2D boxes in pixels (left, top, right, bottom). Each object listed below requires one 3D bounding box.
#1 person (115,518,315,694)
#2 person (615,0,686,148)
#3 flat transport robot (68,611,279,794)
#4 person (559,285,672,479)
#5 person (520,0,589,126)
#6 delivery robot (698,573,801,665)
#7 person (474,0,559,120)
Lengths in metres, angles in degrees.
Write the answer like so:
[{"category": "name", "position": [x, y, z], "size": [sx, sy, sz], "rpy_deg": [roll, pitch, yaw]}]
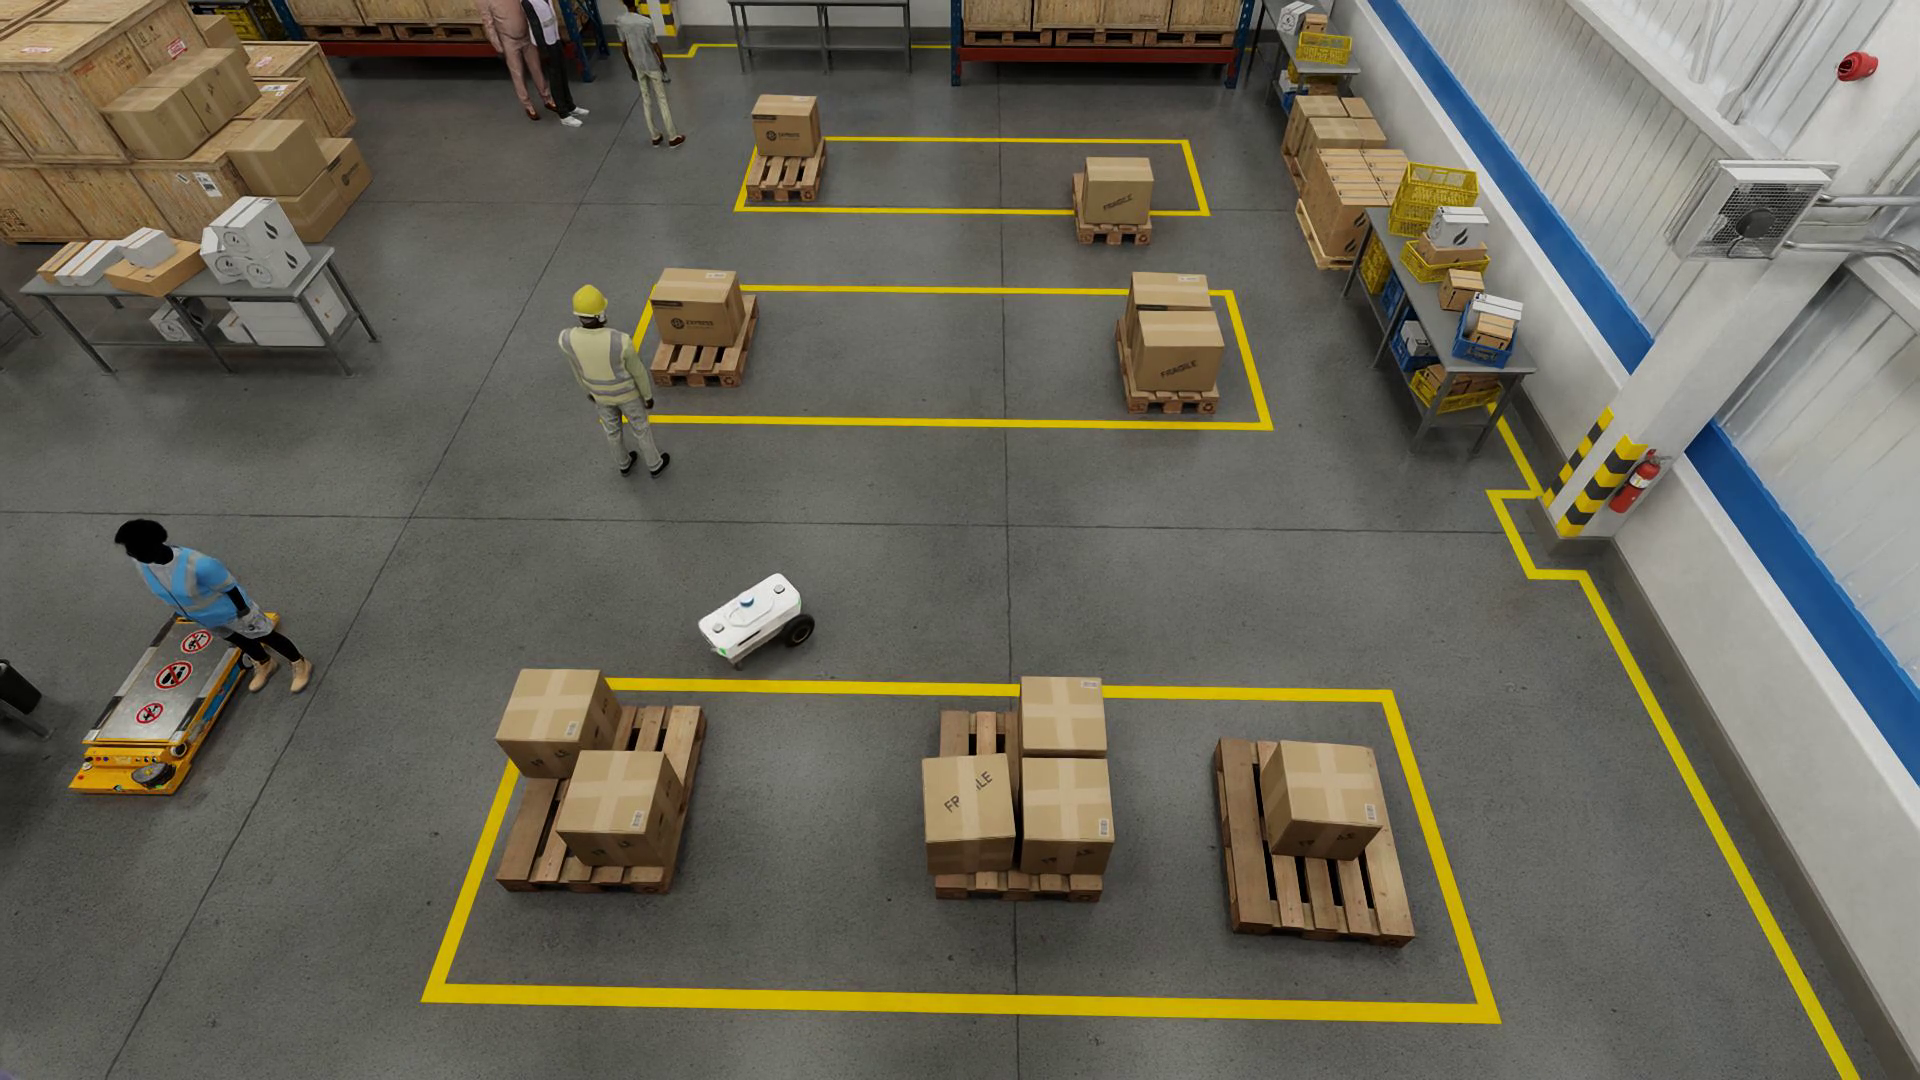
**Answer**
[{"category": "person", "position": [-4.894, 0.458, 6.032], "size": [0.535, 1.698, 0.317], "rpy_deg": [3, 50, 2]}, {"category": "person", "position": [-3.801, -5.745, 11.170], "size": [0.514, 1.872, 0.328], "rpy_deg": [7, 50, 6]}, {"category": "flat transport robot", "position": [-5.504, 1.072, 6.442], "size": [0.652, 0.197, 1.431], "rpy_deg": [1, 50, 1]}, {"category": "person", "position": [-2.757, -1.226, 7.378], "size": [0.590, 1.823, 0.403], "rpy_deg": [4, 50, 3]}, {"category": "person", "position": [-5.194, -6.288, 11.602], "size": [0.393, 1.913, 0.590], "rpy_deg": [3, 50, 2]}, {"category": "delivery robot", "position": [-1.511, 0.557, 6.634], "size": [0.707, 0.478, 0.477], "rpy_deg": [-34, 58, -25]}, {"category": "person", "position": [-5.667, -6.386, 11.700], "size": [0.400, 1.896, 0.647], "rpy_deg": [31, 56, 23]}]
